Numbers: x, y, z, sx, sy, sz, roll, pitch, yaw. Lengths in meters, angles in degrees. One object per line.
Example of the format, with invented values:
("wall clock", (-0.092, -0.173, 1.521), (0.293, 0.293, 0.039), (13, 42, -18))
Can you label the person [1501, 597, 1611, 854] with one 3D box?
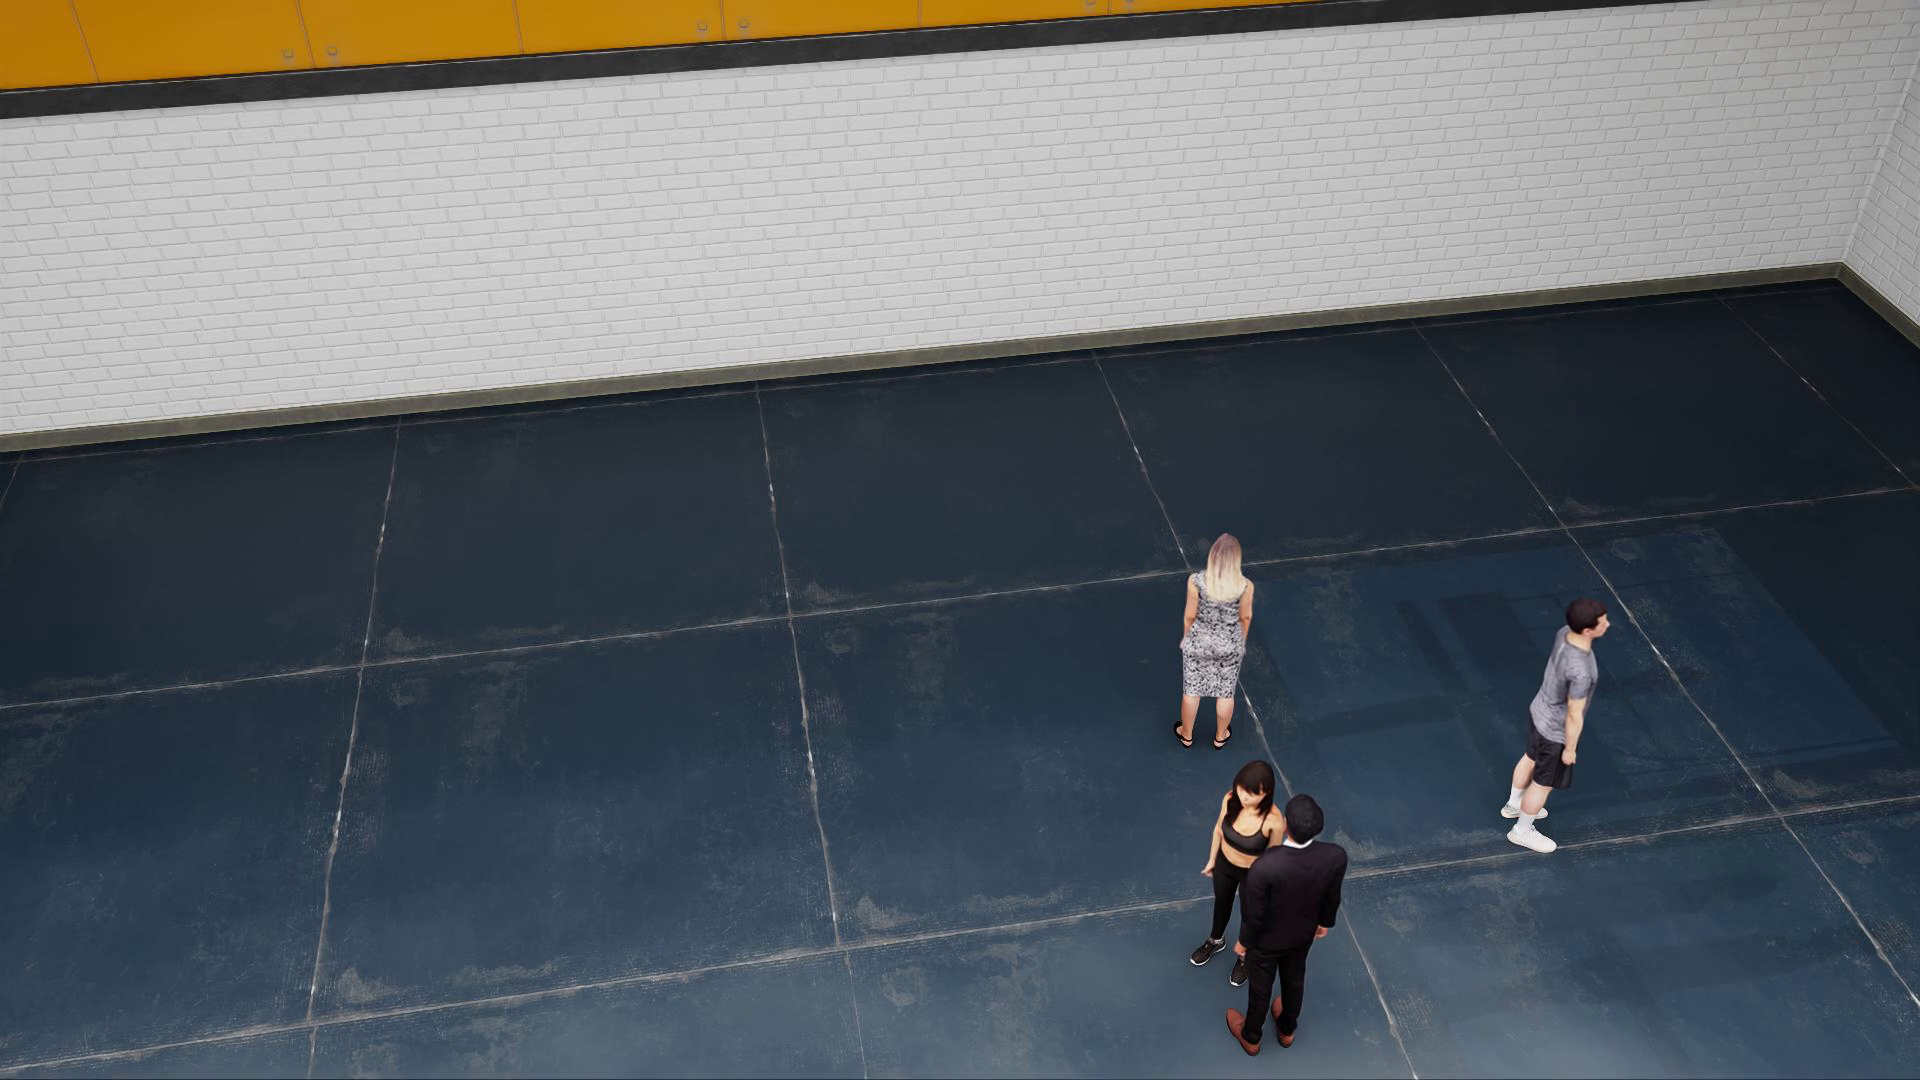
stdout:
("person", (3.542, 1.067, 9.901), (0.773, 1.871, 0.584), (4, 39, 4))

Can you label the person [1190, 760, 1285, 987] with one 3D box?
("person", (1.562, 1.805, 9.161), (0.625, 1.643, 0.691), (25, 45, 28))

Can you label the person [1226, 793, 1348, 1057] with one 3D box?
("person", (1.687, 2.026, 8.692), (0.721, 1.883, 0.574), (-10, 40, -13))

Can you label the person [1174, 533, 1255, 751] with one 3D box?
("person", (1.604, 0.667, 10.536), (0.625, 1.705, 0.588), (5, 39, 7))
